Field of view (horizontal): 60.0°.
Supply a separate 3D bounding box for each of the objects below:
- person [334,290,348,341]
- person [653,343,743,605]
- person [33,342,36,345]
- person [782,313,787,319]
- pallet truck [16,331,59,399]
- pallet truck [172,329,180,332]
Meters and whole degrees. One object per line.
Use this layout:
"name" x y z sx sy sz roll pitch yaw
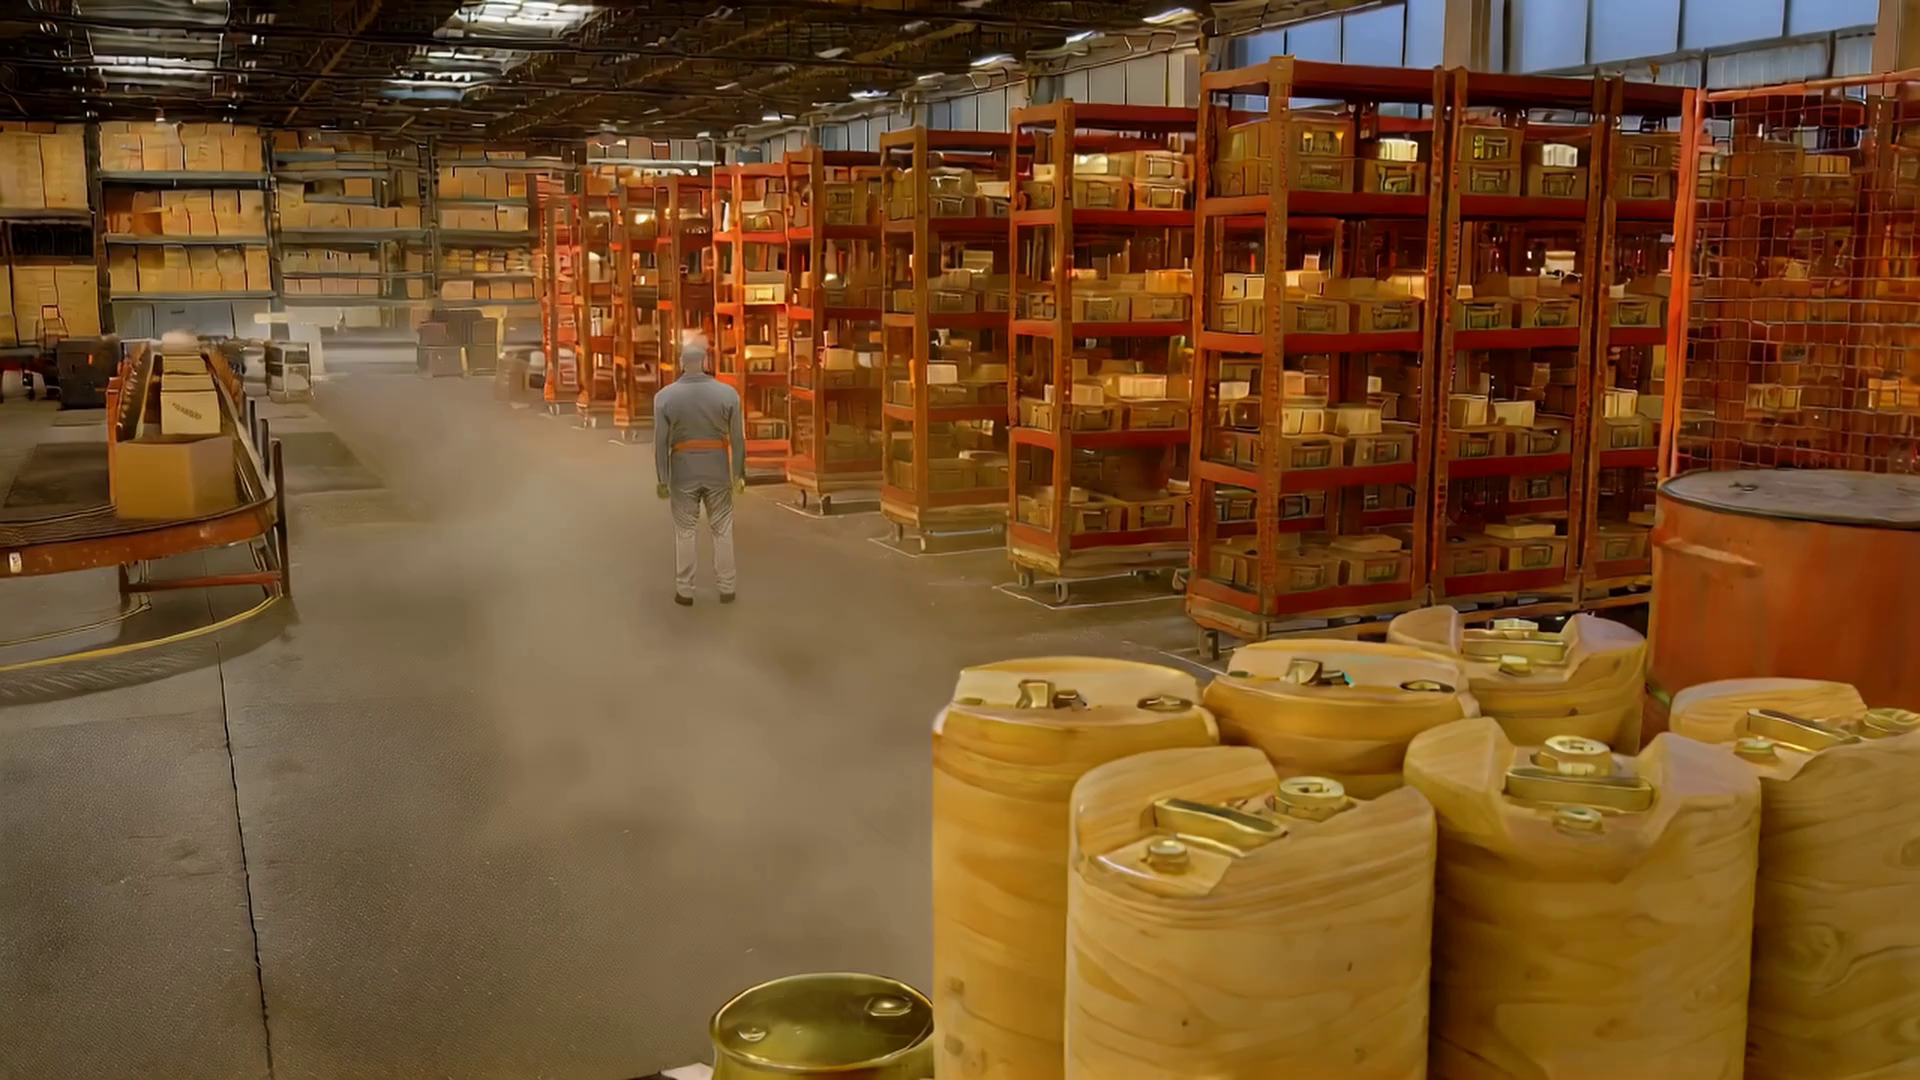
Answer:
"person" -20.458 -7.337 54.920 0.440 1.818 0.612 -3 10 -18
"person" -1.891 -0.473 12.065 0.640 1.901 0.401 -2 9 -12
"person" -24.247 -5.458 43.806 0.285 1.634 0.499 9 12 43
"person" -4.646 -5.976 45.953 0.607 1.987 0.409 -5 11 -31
"pallet truck" -17.082 -3.353 31.781 1.630 1.274 0.653 -4 10 -25
"pallet truck" -17.275 -3.851 35.096 1.601 1.201 0.680 0 9 1
